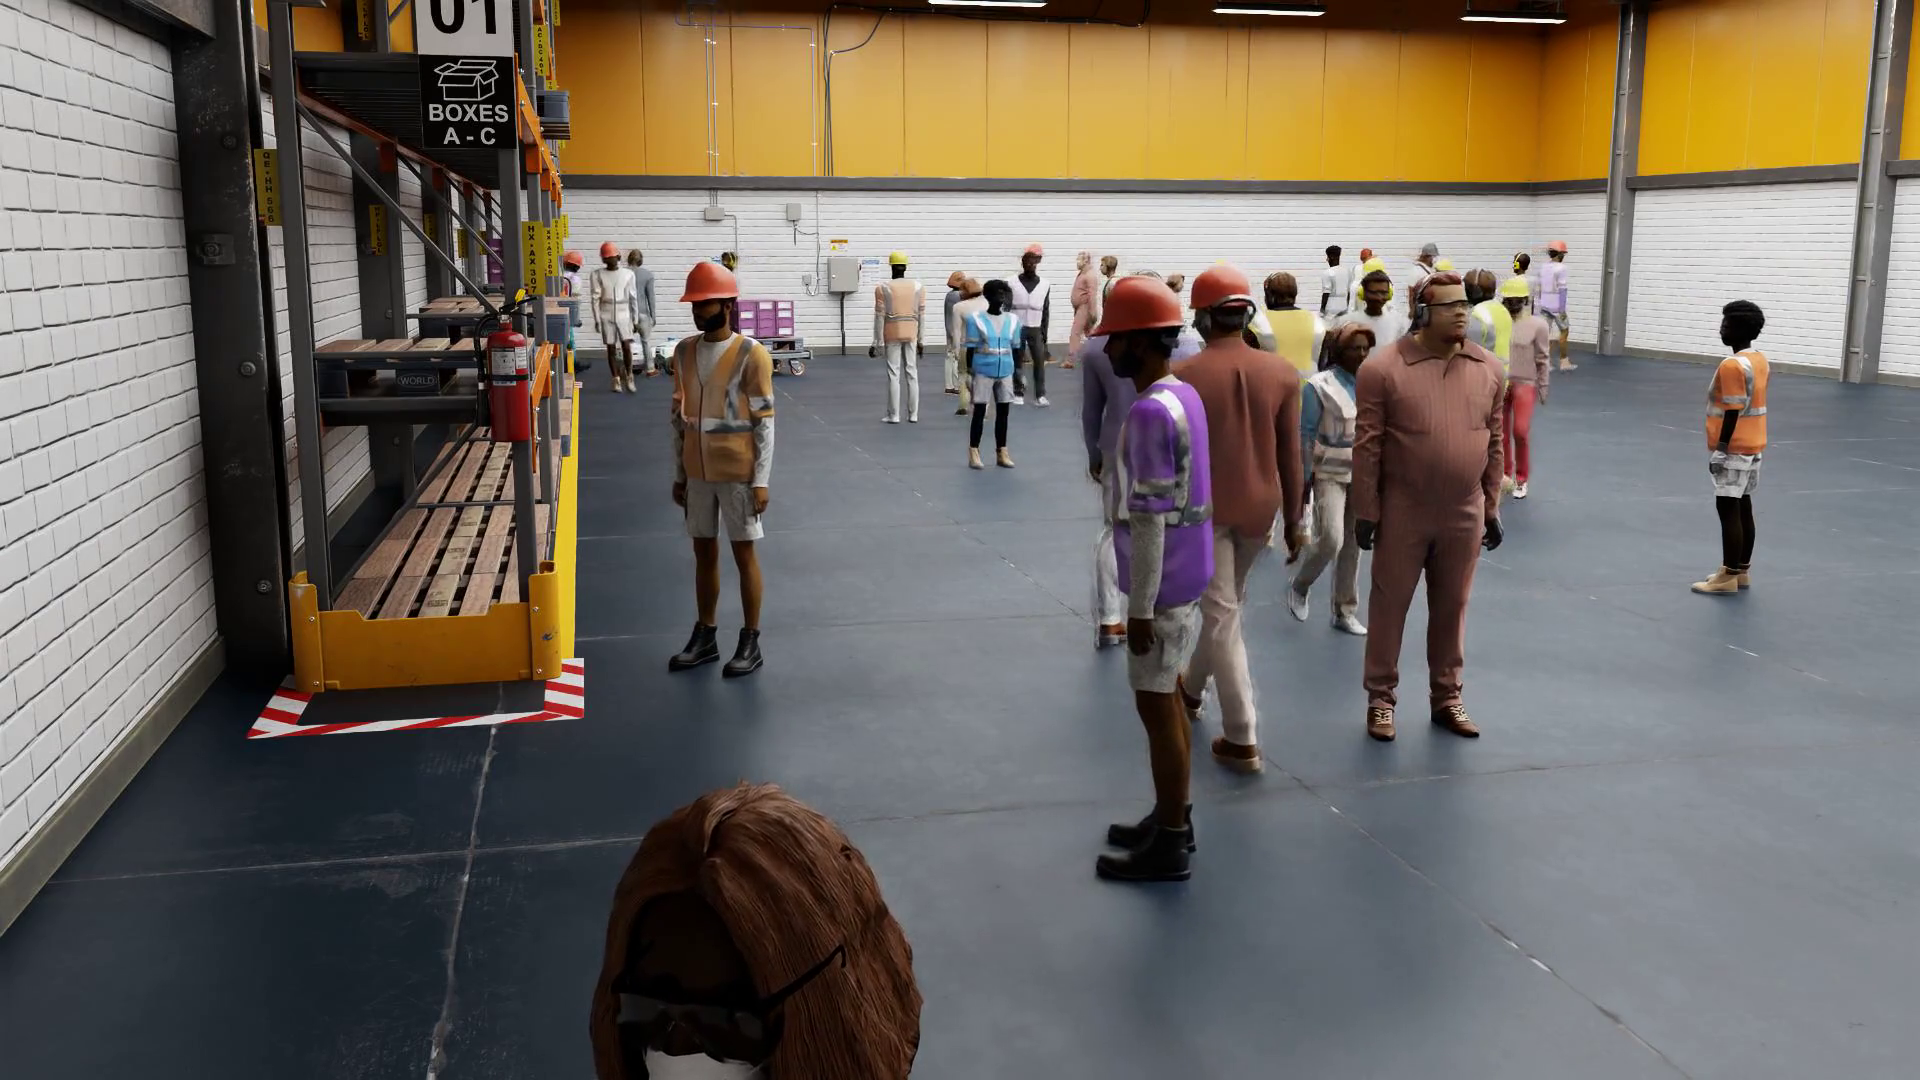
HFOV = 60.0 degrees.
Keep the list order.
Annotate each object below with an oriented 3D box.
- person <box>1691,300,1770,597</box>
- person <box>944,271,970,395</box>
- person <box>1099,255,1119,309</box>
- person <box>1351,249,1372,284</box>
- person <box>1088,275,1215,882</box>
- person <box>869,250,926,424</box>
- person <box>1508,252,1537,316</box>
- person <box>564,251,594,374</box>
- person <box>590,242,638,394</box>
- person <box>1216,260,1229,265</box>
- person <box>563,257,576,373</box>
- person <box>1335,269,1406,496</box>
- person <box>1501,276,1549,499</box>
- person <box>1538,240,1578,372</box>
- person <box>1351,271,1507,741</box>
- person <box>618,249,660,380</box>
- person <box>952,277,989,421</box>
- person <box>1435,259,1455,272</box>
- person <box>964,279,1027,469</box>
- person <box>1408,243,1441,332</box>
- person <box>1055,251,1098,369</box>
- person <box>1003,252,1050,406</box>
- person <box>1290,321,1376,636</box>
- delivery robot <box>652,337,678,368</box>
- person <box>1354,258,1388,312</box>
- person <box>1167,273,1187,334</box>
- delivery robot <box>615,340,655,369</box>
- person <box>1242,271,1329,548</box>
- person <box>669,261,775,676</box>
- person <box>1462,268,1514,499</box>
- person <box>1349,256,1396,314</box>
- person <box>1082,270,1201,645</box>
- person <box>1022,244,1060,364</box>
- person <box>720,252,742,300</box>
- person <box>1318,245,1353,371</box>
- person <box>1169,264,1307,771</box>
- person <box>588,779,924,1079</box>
[{"bbox_3d":[4.451,-0.526,9.572,0.316,1.696,0.542,9,13,40],"label":"person"},{"bbox_3d":[-0.040,-2.721,21.910,0.286,1.634,0.500,-5,12,-27],"label":"person"},{"bbox_3d":[1.996,-2.937,22.553,0.539,1.827,0.551,1,10,7],"label":"person"},{"bbox_3d":[7.420,-4.386,30.461,0.388,1.878,0.585,-8,13,-37],"label":"person"},{"bbox_3d":[0.597,0.130,5.315,0.410,1.927,0.555,4,11,19],"label":"person"},{"bbox_3d":[-0.704,-2.253,18.533,0.624,1.921,0.442,-5,11,-24],"label":"person"},{"bbox_3d":[7.396,-2.862,22.049,0.515,1.868,0.329,-7,12,-33],"label":"person"},{"bbox_3d":[-5.945,-3.406,25.073,0.591,1.865,0.840,8,13,38],"label":"person"},{"bbox_3d":[-4.562,-2.924,22.021,0.622,1.993,0.869,-3,11,-15],"label":"person"},{"bbox_3d":[4.246,-3.561,26.289,0.534,1.726,0.503,0,10,0],"label":"person"},{"bbox_3d":[-6.110,-3.460,25.425,0.564,1.843,0.390,-6,12,-29],"label":"person"},{"bbox_3d":[2.875,-1.006,11.863,0.503,1.843,0.666,-1,10,-4],"label":"person"},{"bbox_3d":[4.363,-1.201,13.167,0.518,1.745,0.582,7,12,33],"label":"person"},{"bbox_3d":[9.234,-3.590,25.628,0.741,2.024,0.643,-5,11,-24],"label":"person"},{"bbox_3d":[1.922,-0.132,6.797,0.651,1.913,0.409,-1,10,-7],"label":"person"},{"bbox_3d":[-4.783,-3.300,24.424,0.656,1.905,0.713,-1,10,-4],"label":"person"},{"bbox_3d":[0.139,-2.169,18.909,0.532,1.605,0.722,-3,11,-15],"label":"person"},{"bbox_3d":[7.019,-3.246,24.464,0.440,1.752,0.547,1,10,3],"label":"person"},{"bbox_3d":[0.297,-1.485,14.890,0.552,1.695,0.317,-4,11,-22],"label":"person"},{"bbox_3d":[7.516,-3.791,26.711,1.036,2.000,0.699,7,12,33],"label":"person"},{"bbox_3d":[2.025,-3.649,26.436,0.976,1.875,0.646,-1,10,-7],"label":"person"},{"bbox_3d":[0.827,-2.559,20.348,0.615,1.881,0.895,-2,10,-9],"label":"person"},{"bbox_3d":[1.973,-0.312,8.592,0.528,1.628,0.392,-4,11,-23],"label":"person"},{"bbox_3d":[-4.413,-2.864,25.433,0.477,0.478,0.707,7,12,33],"label":"delivery robot"},{"bbox_3d":[4.673,-2.282,18.923,0.404,1.835,0.590,4,11,21],"label":"person"},{"bbox_3d":[2.660,-2.566,21.076,0.589,1.619,0.524,5,12,28],"label":"person"},{"bbox_3d":[-4.915,-2.766,24.889,0.477,0.478,0.707,9,13,41],"label":"delivery robot"},{"bbox_3d":[2.129,-0.856,11.057,0.621,1.833,0.434,-3,11,-15],"label":"person"},{"bbox_3d":[-1.130,-0.325,7.788,0.546,1.939,0.375,5,12,28],"label":"person"},{"bbox_3d":[3.910,-1.113,12.465,0.550,1.826,0.638,9,14,41],"label":"person"},{"bbox_3d":[5.306,-2.737,21.446,0.587,1.840,0.965,0,10,-2],"label":"person"},{"bbox_3d":[0.926,-0.436,8.564,0.650,1.886,1.015,4,11,22],"label":"person"},{"bbox_3d":[1.297,-3.854,27.251,0.837,1.964,0.654,-3,11,-14],"label":"person"},{"bbox_3d":[-3.617,-3.586,26.111,0.514,1.848,0.557,-4,11,-20],"label":"person"},{"bbox_3d":[5.711,-3.515,25.399,0.604,1.961,0.367,-7,12,-34],"label":"person"},{"bbox_3d":[1.008,-0.122,6.673,0.637,1.931,1.057,-3,11,-18],"label":"person"},{"bbox_3d":[-0.151,0.986,1.371,0.509,1.632,0.266,2,11,13],"label":"person"}]
